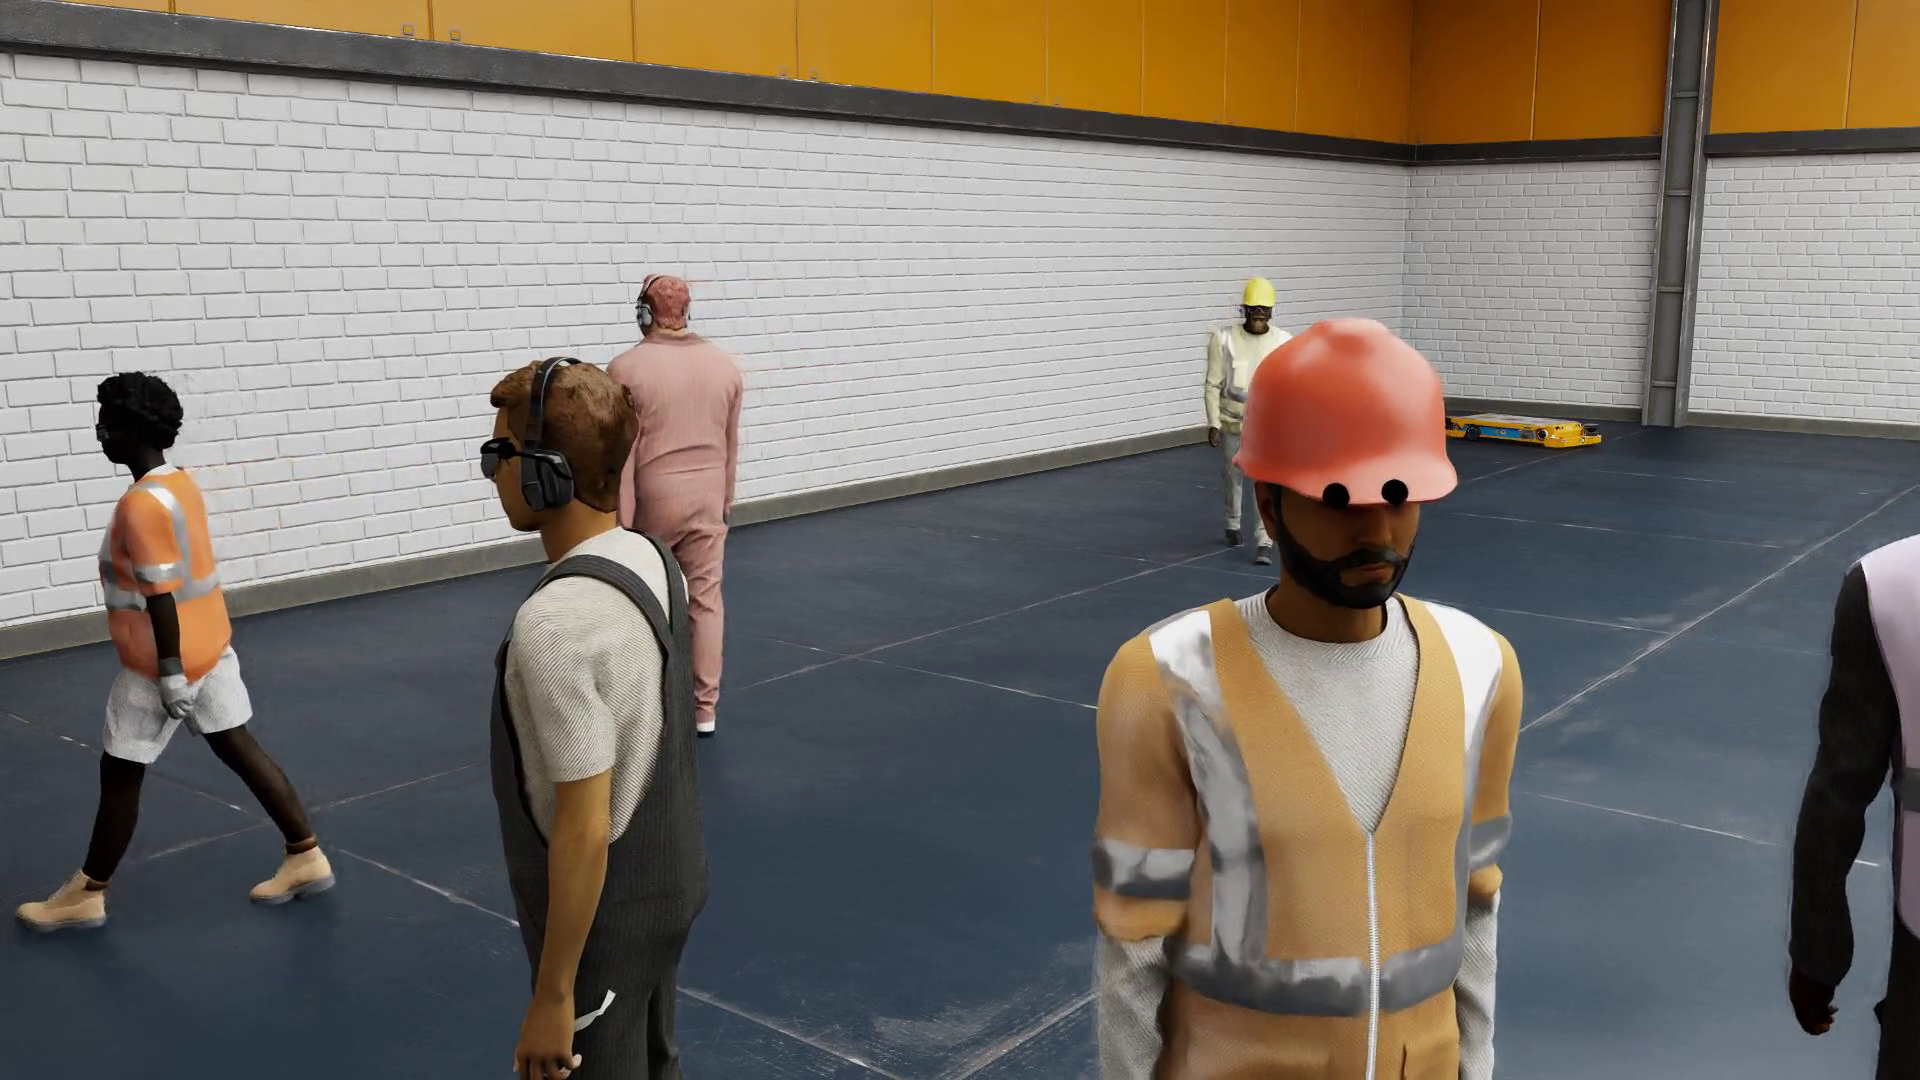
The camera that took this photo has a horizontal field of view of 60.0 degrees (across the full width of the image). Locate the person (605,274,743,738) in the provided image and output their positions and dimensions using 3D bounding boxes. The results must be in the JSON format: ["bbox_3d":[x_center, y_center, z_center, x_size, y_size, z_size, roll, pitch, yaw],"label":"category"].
[{"bbox_3d":[-1.242,-0.149,6.894,0.666,1.875,0.789,-8,13,-38],"label":"person"}]

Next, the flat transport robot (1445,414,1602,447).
[{"bbox_3d":[5.606,-1.110,16.683,0.652,0.197,1.431,-8,13,-38],"label":"flat transport robot"}]

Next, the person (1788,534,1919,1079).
[{"bbox_3d":[1.592,0.631,2.508,0.608,1.903,0.428,3,11,14],"label":"person"}]

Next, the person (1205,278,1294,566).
[{"bbox_3d":[1.850,-0.773,10.642,0.585,1.790,0.946,1,10,4],"label":"person"}]

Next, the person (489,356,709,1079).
[{"bbox_3d":[-0.580,0.628,2.692,0.327,1.843,0.514,1,10,7],"label":"person"}]

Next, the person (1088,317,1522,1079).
[{"bbox_3d":[0.428,0.704,2.019,0.550,1.935,0.370,-3,11,-15],"label":"person"}]

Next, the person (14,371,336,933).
[{"bbox_3d":[-2.333,0.328,4.920,0.894,1.652,0.537,-2,10,-9],"label":"person"}]
